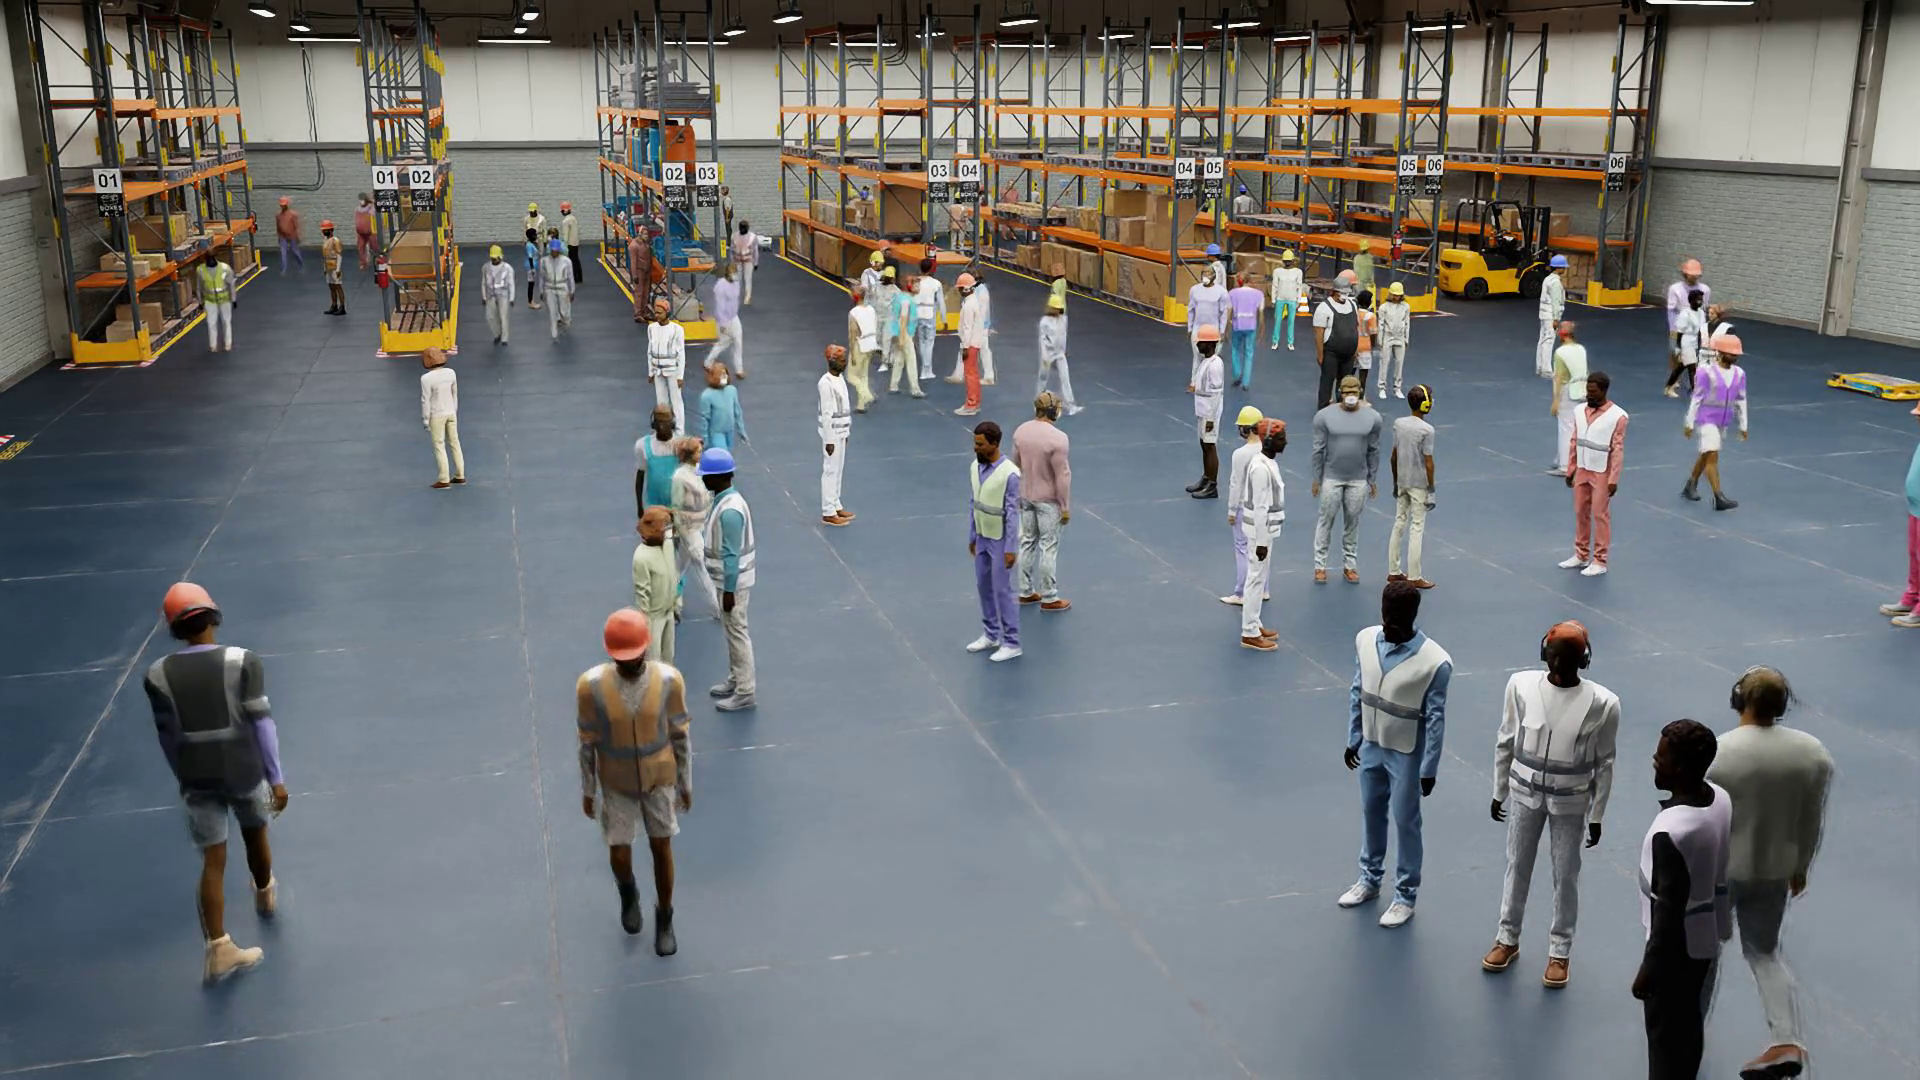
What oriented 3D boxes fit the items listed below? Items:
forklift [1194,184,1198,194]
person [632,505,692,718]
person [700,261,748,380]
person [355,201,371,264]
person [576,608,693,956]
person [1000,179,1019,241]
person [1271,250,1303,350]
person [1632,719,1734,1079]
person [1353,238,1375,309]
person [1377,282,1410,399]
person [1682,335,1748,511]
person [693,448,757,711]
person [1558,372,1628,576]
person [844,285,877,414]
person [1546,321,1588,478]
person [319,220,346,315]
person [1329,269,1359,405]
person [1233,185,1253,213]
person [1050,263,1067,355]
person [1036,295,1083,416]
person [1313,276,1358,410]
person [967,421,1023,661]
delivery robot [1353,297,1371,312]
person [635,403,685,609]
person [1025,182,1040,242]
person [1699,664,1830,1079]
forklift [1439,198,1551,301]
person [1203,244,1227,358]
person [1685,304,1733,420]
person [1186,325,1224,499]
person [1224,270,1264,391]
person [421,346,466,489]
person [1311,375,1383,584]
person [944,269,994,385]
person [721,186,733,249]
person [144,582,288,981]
[{"bbox_3d":[7.392,-11.333,53.972,1.873,2.768,1.129,-4,15,-15],"label":"forklift"},{"bbox_3d":[-2.115,0.543,11.693,0.291,1.625,0.506,5,16,18],"label":"person"},{"bbox_3d":[-3.750,-3.474,26.298,0.783,1.899,0.638,9,17,31],"label":"person"},{"bbox_3d":[-15.996,-8.309,44.641,0.653,1.810,0.461,14,20,42],"label":"person"},{"bbox_3d":[-1.659,1.234,8.540,0.578,1.908,0.520,-3,15,-12],"label":"person"},{"bbox_3d":[1.579,-10.333,52.079,0.639,1.909,0.409,-8,17,-28],"label":"person"},{"bbox_3d":[5.777,-4.242,29.426,0.530,1.767,0.328,2,15,9],"label":"person"},{"bbox_3d":[2.977,1.663,6.912,0.399,1.920,0.590,12,19,39],"label":"person"},{"bbox_3d":[7.782,-4.968,32.201,0.587,1.739,0.396,-11,18,-36],"label":"person"},{"bbox_3d":[6.426,-2.953,24.648,0.490,1.731,0.323,-3,15,-10],"label":"person"},{"bbox_3d":[8.228,-1.286,18.058,0.565,1.888,0.978,-3,15,-13],"label":"person"},{"bbox_3d":[-1.699,0.276,12.108,0.421,1.937,0.605,-4,15,-15],"label":"person"},{"bbox_3d":[5.945,-0.632,15.574,0.402,1.910,0.598,-7,17,-26],"label":"person"},{"bbox_3d":[-1.389,-2.661,23.347,0.439,1.829,0.570,8,17,29],"label":"person"},{"bbox_3d":[7.135,-1.662,19.640,0.559,1.813,0.583,-13,20,-40],"label":"person"},{"bbox_3d":[-12.907,-5.588,34.163,0.550,1.937,0.357,11,18,36],"label":"person"},{"bbox_3d":[5.377,-2.768,23.350,0.379,2.044,0.607,-9,17,-31],"label":"person"},{"bbox_3d":[8.079,-9.168,47.612,0.605,1.948,0.404,-4,15,-14],"label":"person"},{"bbox_3d":[1.667,-3.908,28.422,0.279,1.634,0.499,6,16,21],"label":"person"},{"bbox_3d":[1.349,-2.565,23.250,0.496,1.686,0.902,-9,17,-31],"label":"person"},{"bbox_3d":[5.196,-2.625,22.815,0.685,2.000,0.535,-8,17,-27],"label":"person"},{"bbox_3d":[0.283,-0.008,13.235,0.395,1.903,0.608,-10,18,-32],"label":"person"},{"bbox_3d":[8.029,-4.738,33.433,0.477,0.478,0.707,1,15,2],"label":"delivery robot"},{"bbox_3d":[-2.545,-0.293,14.432,0.508,1.832,0.386,-3,15,-10],"label":"person"},{"bbox_3d":[2.244,-10.168,51.565,0.524,1.856,0.341,6,16,20],"label":"person"},{"bbox_3d":[3.592,1.520,7.504,0.658,1.907,0.825,1,15,2],"label":"person"},{"bbox_3d":[11.913,-6.508,37.130,2.313,2.155,1.214,-4,15,-15],"label":"forklift"},{"bbox_3d":[4.365,-4.094,28.544,0.418,1.939,0.615,5,16,19],"label":"person"},{"bbox_3d":[10.498,-2.488,23.120,0.782,1.611,0.512,-11,18,-35],"label":"person"},{"bbox_3d":[2.735,-1.428,18.507,0.356,1.937,0.552,-1,15,-3],"label":"person"},{"bbox_3d":[4.346,-3.217,25.468,0.639,1.807,0.688,0,15,0],"label":"person"},{"bbox_3d":[-5.933,-1.400,19.014,0.295,1.628,0.500,9,17,29],"label":"person"},{"bbox_3d":[3.522,-0.554,15.216,0.629,1.940,0.376,0,15,2],"label":"person"},{"bbox_3d":[0.140,-3.279,25.714,0.878,1.805,0.644,-5,16,-17],"label":"person"},{"bbox_3d":[-6.893,-9.555,49.286,0.350,1.838,0.504,-1,15,-5],"label":"person"},{"bbox_3d":[-3.791,1.190,8.603,0.685,1.962,1.030,-2,15,-7],"label":"person"}]
